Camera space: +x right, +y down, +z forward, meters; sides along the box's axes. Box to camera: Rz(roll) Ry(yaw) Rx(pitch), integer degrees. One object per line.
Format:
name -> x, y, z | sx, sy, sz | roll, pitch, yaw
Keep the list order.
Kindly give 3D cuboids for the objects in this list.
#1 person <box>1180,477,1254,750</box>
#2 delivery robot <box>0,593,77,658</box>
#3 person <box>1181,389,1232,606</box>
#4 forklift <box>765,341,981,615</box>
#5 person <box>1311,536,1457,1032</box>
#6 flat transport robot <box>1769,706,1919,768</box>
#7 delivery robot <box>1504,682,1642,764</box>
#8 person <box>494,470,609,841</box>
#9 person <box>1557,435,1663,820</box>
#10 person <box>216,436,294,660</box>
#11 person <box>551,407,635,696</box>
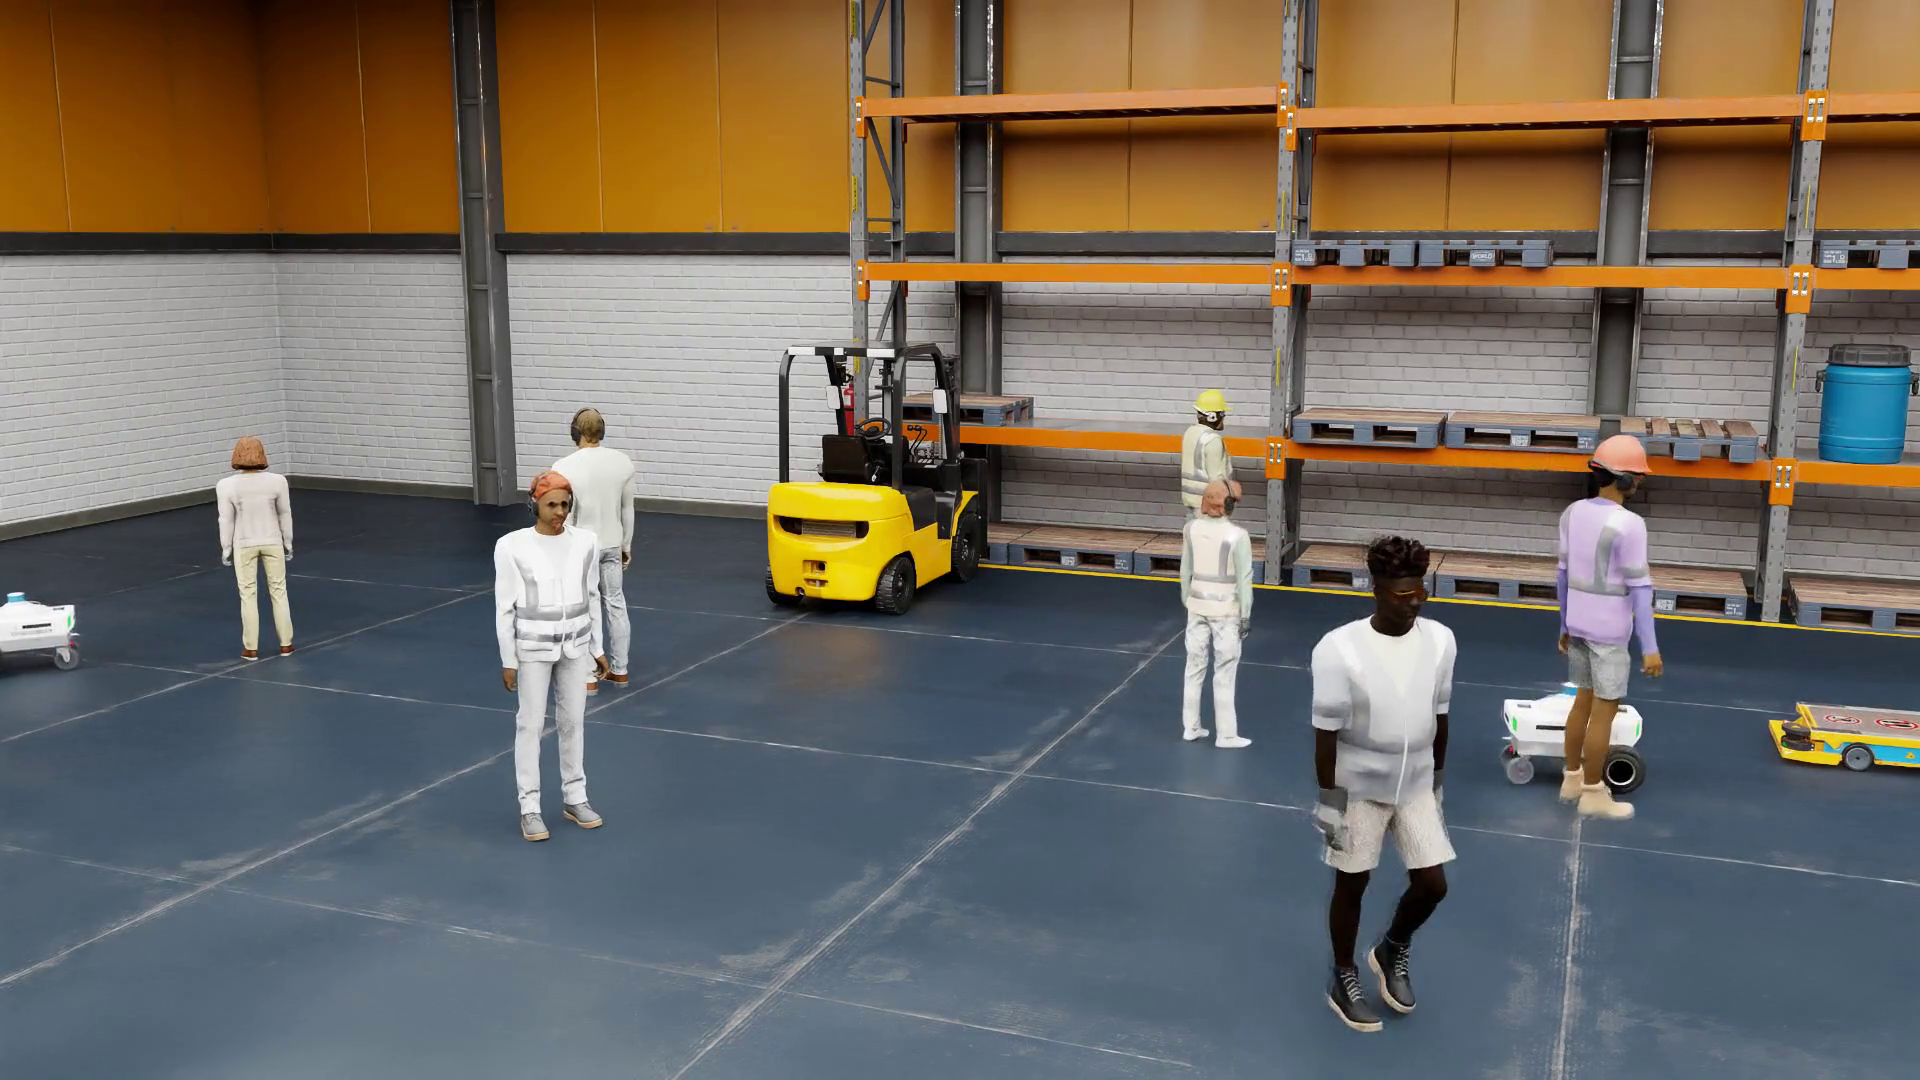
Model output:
person -> 1.539, 0.439, 9.998 | 0.309, 1.638, 0.522 | -9, 14, -42
delivery robot -> -6.646, 0.615, 11.751 | 0.707, 0.478, 0.477 | -5, 11, -25
person -> 2.031, -0.326, 13.714 | 0.404, 1.833, 0.591 | -3, 11, -16
forklift -> -0.739, -0.602, 14.246 | 1.214, 2.155, 2.313 | 4, 11, 21
person -> 1.611, 0.935, 6.353 | 0.604, 1.951, 0.442 | -2, 10, -12
flat transport robot -> 5.560, 1.172, 9.723 | 1.431, 0.197, 0.652 | 4, 11, 19
delivery robot -> 3.439, 1.047, 9.368 | 0.707, 0.478, 0.477 | 2, 10, 11
person -> -2.084, 0.580, 8.524 | 0.573, 1.885, 0.354 | -8, 13, -37
person -> 3.397, 0.462, 8.751 | 0.396, 2.041, 0.621 | -2, 10, -12
person -> -5.119, 0.060, 12.118 | 0.498, 1.634, 0.278 | -6, 12, -29
person -> -2.468, 0.074, 11.193 | 0.367, 1.939, 0.635 | 9, 14, 42
